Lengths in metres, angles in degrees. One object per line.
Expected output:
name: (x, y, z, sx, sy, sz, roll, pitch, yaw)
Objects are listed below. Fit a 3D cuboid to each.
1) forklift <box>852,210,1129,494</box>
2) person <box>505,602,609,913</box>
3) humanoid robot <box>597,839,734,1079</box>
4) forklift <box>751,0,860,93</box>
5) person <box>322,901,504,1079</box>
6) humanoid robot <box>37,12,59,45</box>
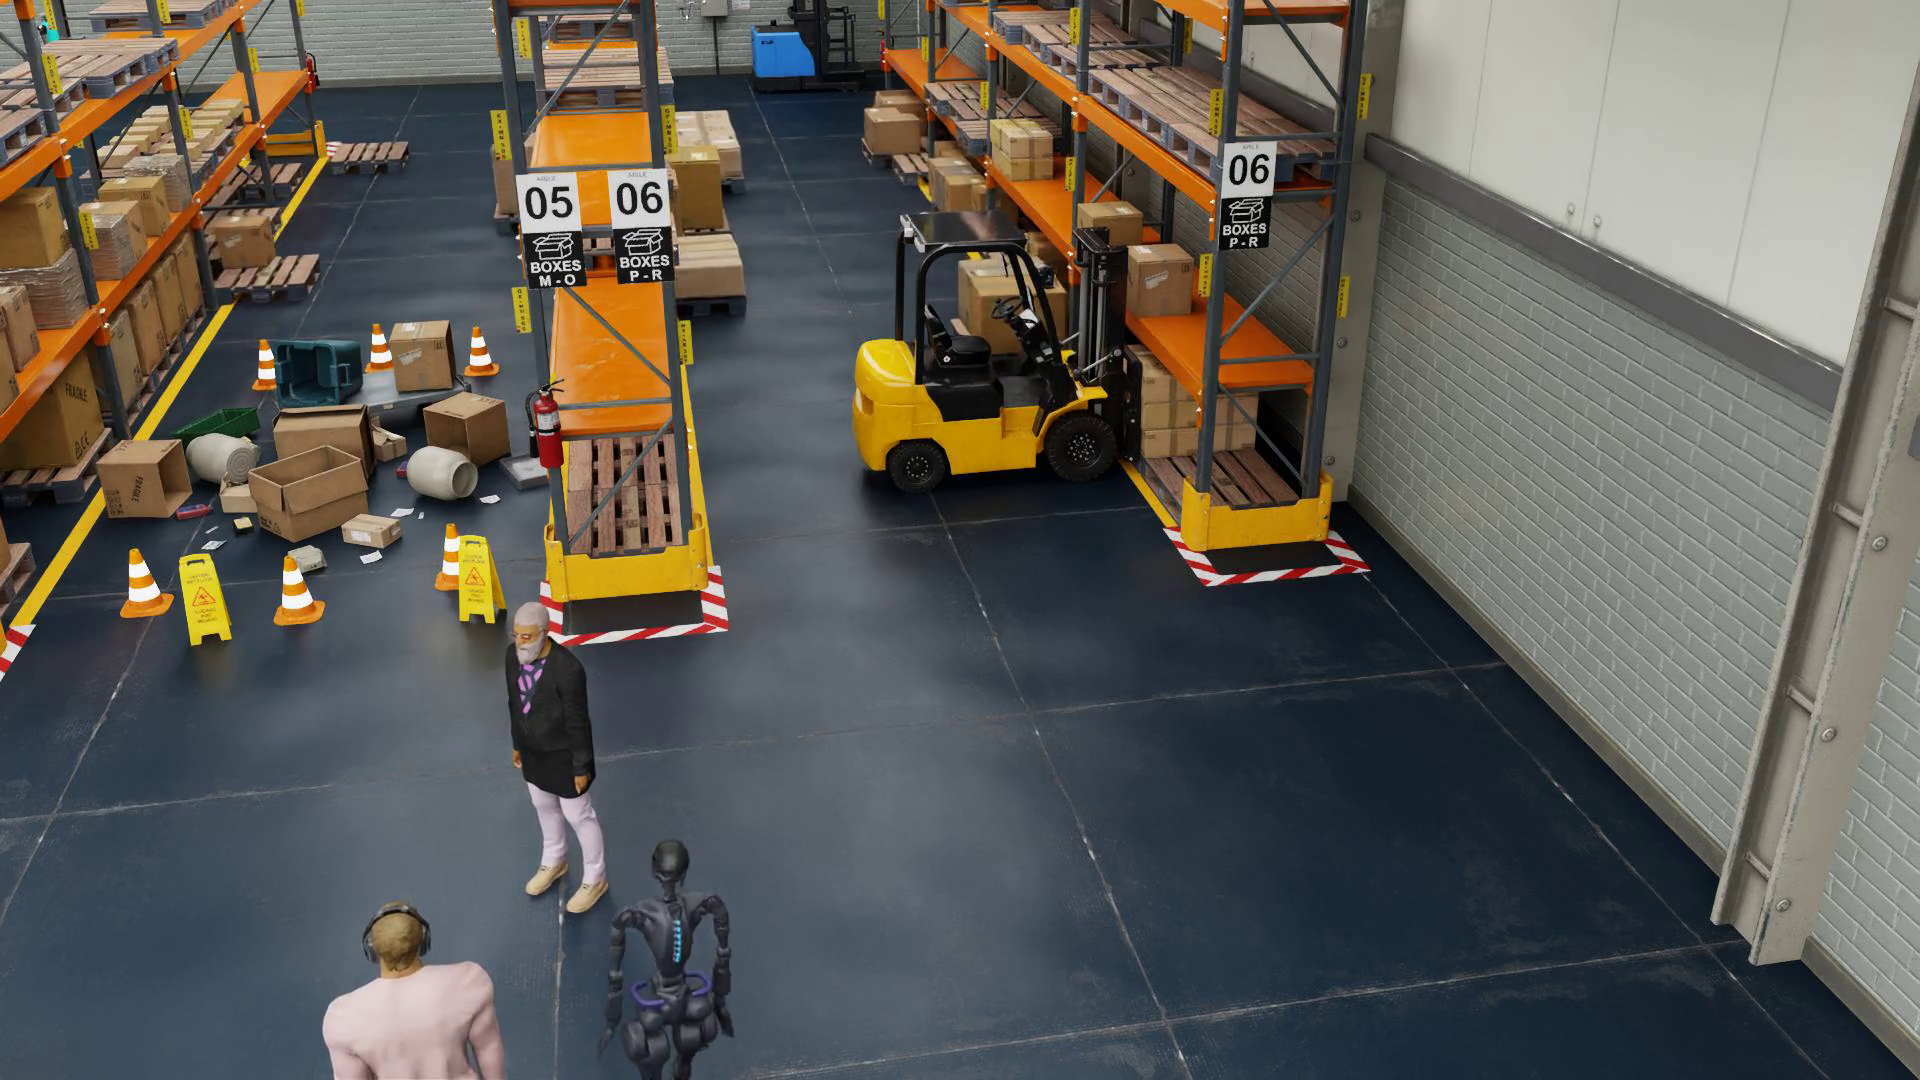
forklift: (0.216, -1.659, 14.366, 2.313, 2.155, 1.214, -5, 26, -10)
person: (-2.173, 1.142, 8.935, 0.544, 1.850, 0.409, 15, 30, 29)
humanoid robot: (-1.261, 2.083, 7.212, 0.638, 1.634, 0.626, -11, 28, -22)
forklift: (-2.872, -9.679, 30.288, 1.873, 2.768, 1.129, -5, 26, -10)
person: (-2.092, 2.240, 6.539, 0.628, 1.938, 0.371, -11, 28, -23)
humanoid robot: (-14.979, -8.043, 28.035, 0.735, 1.672, 0.533, 2, 26, 4)
